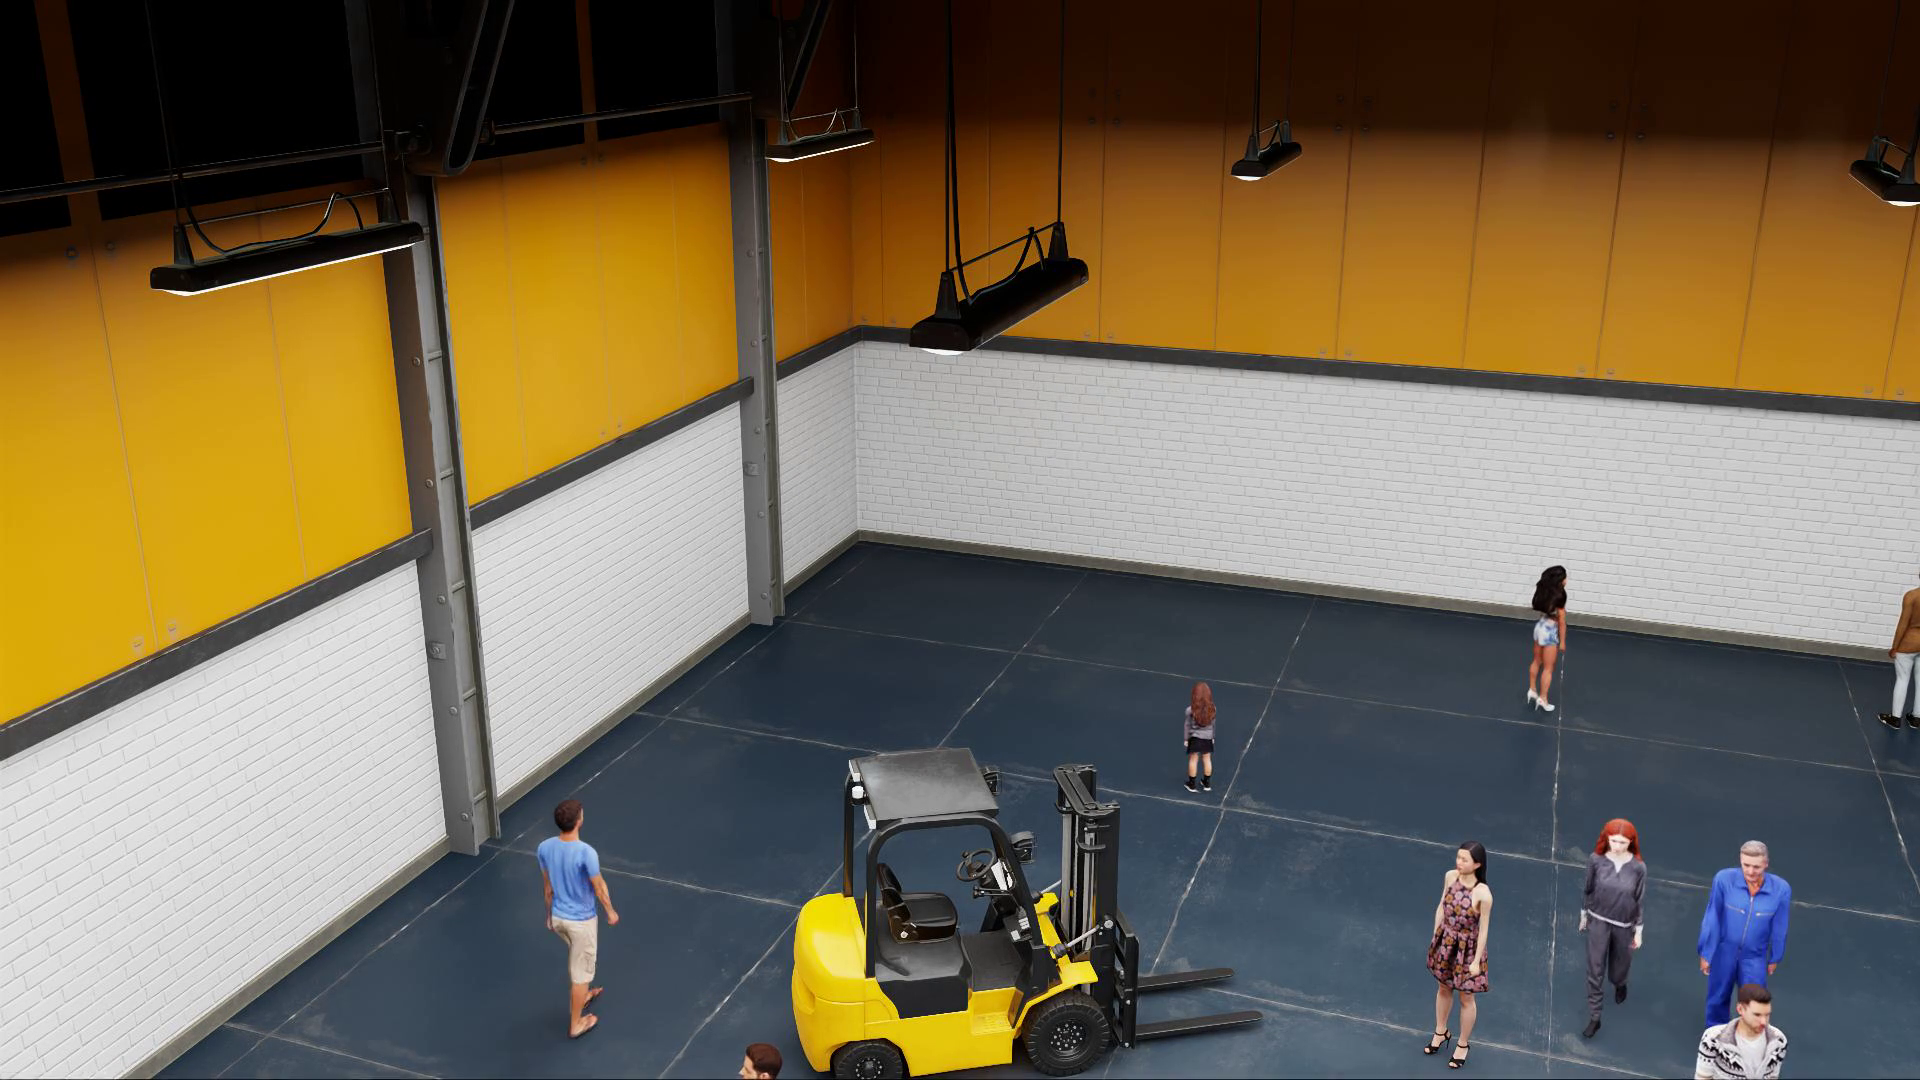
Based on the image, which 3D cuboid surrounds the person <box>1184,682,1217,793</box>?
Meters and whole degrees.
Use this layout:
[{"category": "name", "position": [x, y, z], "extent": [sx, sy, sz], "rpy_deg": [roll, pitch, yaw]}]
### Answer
[{"category": "person", "position": [2.321, 1.892, 16.065], "extent": [0.533, 1.105, 0.568], "rpy_deg": [-4, 19, -12]}]

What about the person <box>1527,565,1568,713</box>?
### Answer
[{"category": "person", "position": [6.275, 1.041, 17.781], "extent": [0.726, 1.622, 0.645], "rpy_deg": [-4, 19, -10]}]

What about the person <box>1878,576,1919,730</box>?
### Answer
[{"category": "person", "position": [9.963, 1.093, 17.323], "extent": [0.706, 1.816, 0.658], "rpy_deg": [0, 19, 1]}]

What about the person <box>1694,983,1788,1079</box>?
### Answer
[{"category": "person", "position": [4.686, 3.499, 10.106], "extent": [0.759, 1.863, 0.723], "rpy_deg": [-1, 19, -3]}]

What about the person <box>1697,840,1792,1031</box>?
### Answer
[{"category": "person", "position": [5.575, 2.917, 11.924], "extent": [0.738, 1.806, 0.656], "rpy_deg": [7, 20, 21]}]

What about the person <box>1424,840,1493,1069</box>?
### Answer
[{"category": "person", "position": [3.569, 2.946, 11.887], "extent": [0.843, 1.775, 0.800], "rpy_deg": [-13, 23, -34]}]

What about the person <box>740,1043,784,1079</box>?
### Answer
[{"category": "person", "position": [-1.102, 3.688, 9.532], "extent": [0.788, 1.871, 0.690], "rpy_deg": [-6, 19, -16]}]

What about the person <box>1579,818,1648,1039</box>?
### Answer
[{"category": "person", "position": [4.822, 2.819, 12.284], "extent": [0.691, 1.760, 0.869], "rpy_deg": [10, 21, 28]}]

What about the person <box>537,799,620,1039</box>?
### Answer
[{"category": "person", "position": [-2.866, 2.803, 12.197], "extent": [0.703, 1.846, 0.836], "rpy_deg": [10, 21, 28]}]
